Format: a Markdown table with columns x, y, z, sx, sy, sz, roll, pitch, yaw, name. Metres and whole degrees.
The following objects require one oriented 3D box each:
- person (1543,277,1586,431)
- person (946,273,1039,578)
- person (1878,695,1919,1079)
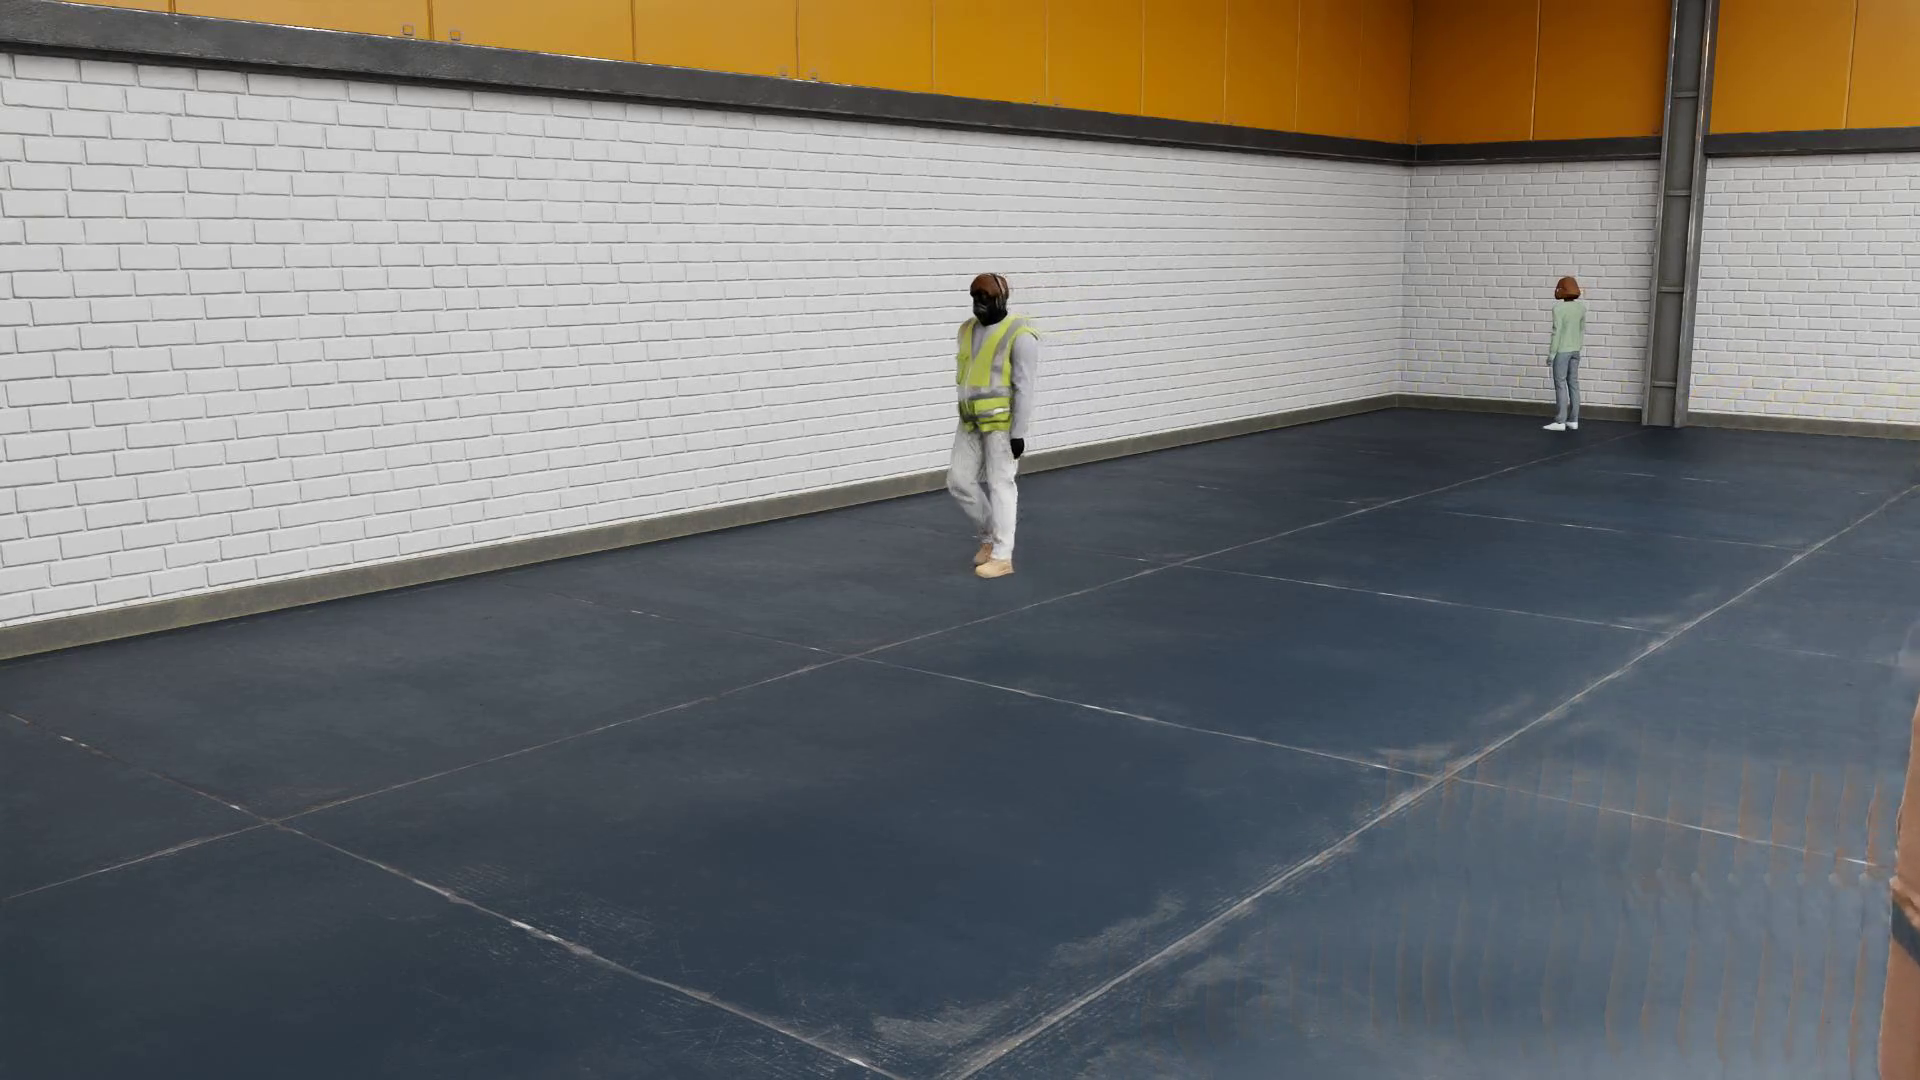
| x | y | z | sx | sy | sz | roll | pitch | yaw | name |
| --- | --- | --- | --- | --- | --- | --- | --- | --- | --- |
| 6.458 | -1.983 | 17.747 | 0.507 | 1.631 | 0.266 | -7 | 12 | -32 | person |
| 0.188 | -0.682 | 9.986 | 0.452 | 1.827 | 0.647 | -9 | 14 | -42 | person |
| 1.311 | 0.702 | 2.115 | 0.642 | 1.905 | 0.597 | 2 | 10 | 12 | person |
